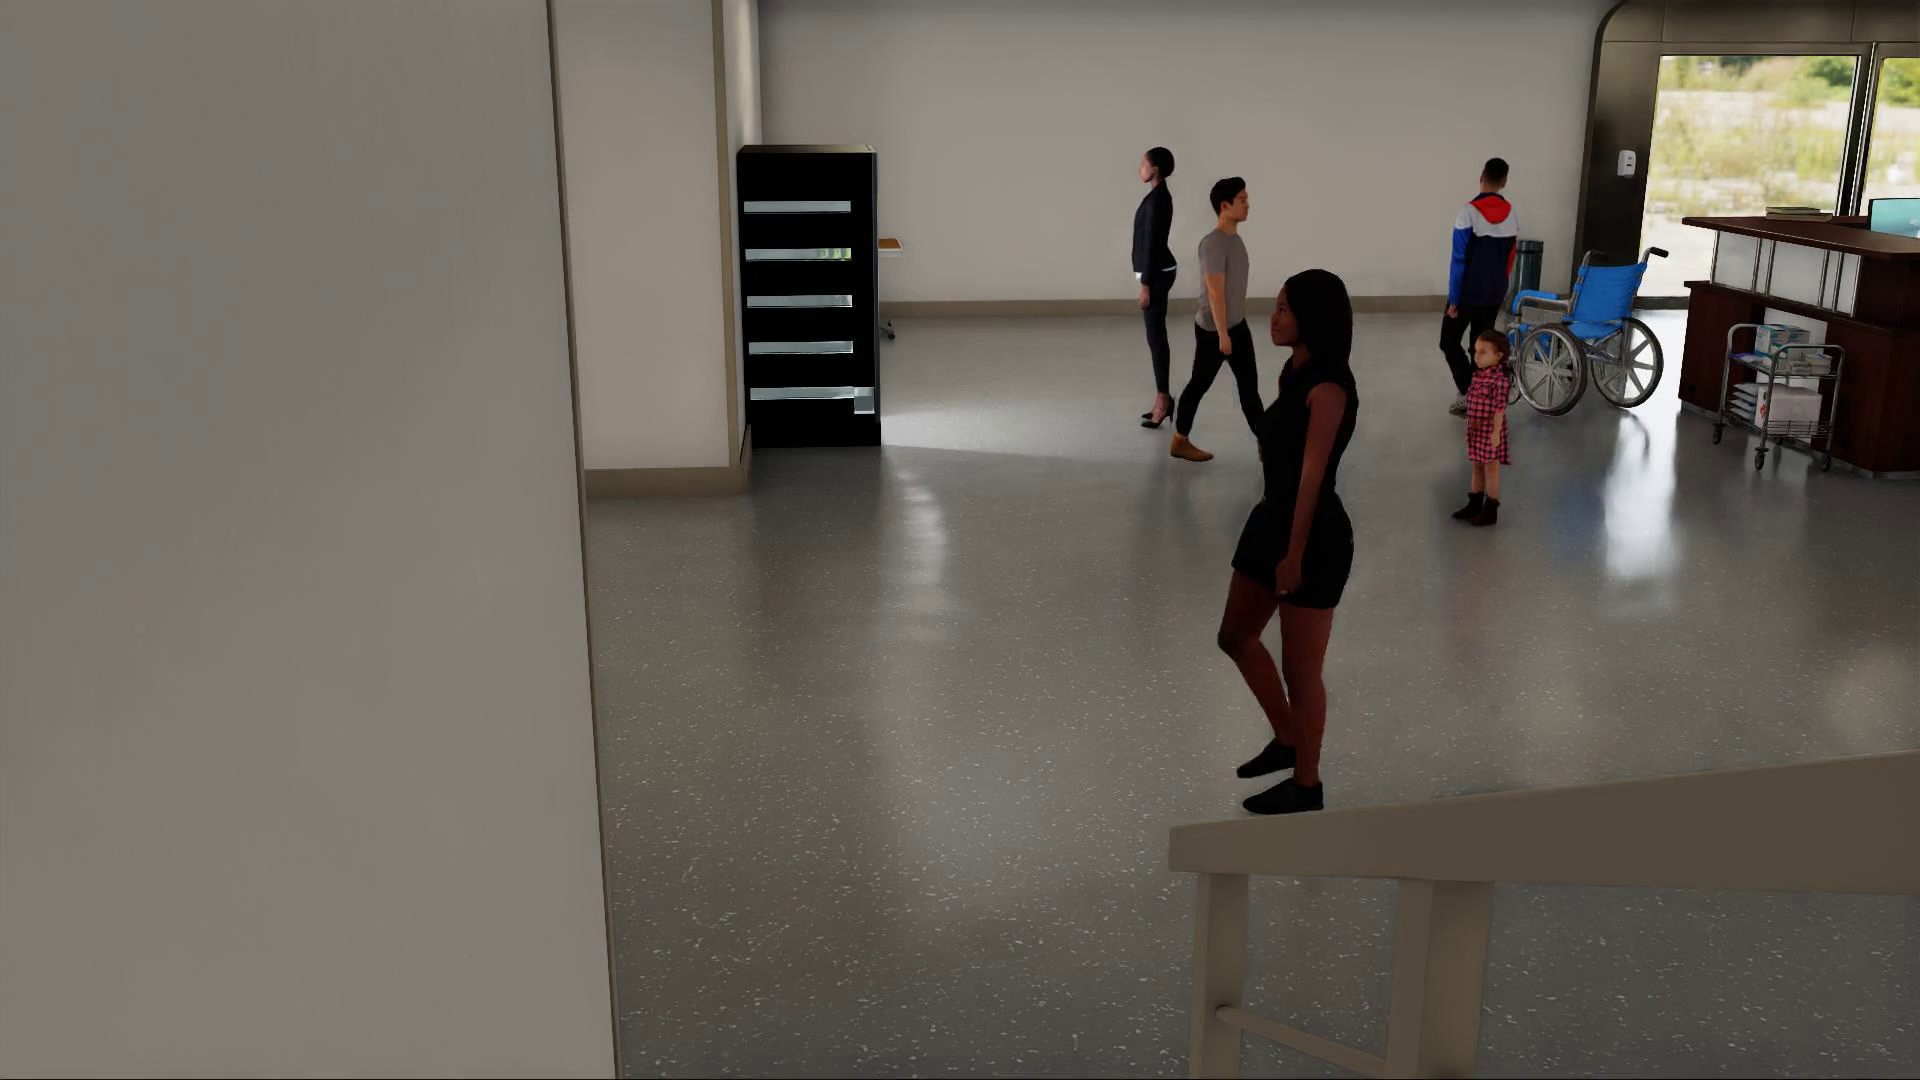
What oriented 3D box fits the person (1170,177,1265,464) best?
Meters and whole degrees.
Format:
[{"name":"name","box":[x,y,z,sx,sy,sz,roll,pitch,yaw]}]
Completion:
[{"name":"person","box":[1.480,-1.275,9.904,1.066,1.688,1.077,9,18,30]}]

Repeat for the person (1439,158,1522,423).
[{"name":"person","box":[3.492,-1.623,11.046,0.688,1.739,0.702,-4,16,-16]}]

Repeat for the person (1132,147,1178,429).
[{"name":"person","box":[1.309,-1.675,11.061,0.698,1.831,0.558,3,16,10]}]

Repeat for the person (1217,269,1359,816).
[{"name":"person","box":[1.135,0.042,5.152,0.660,1.732,0.527,-3,16,-9]}]

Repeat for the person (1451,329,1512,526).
[{"name":"person","box":[2.768,-0.596,8.723,0.528,1.022,0.441,-6,17,-21]}]
